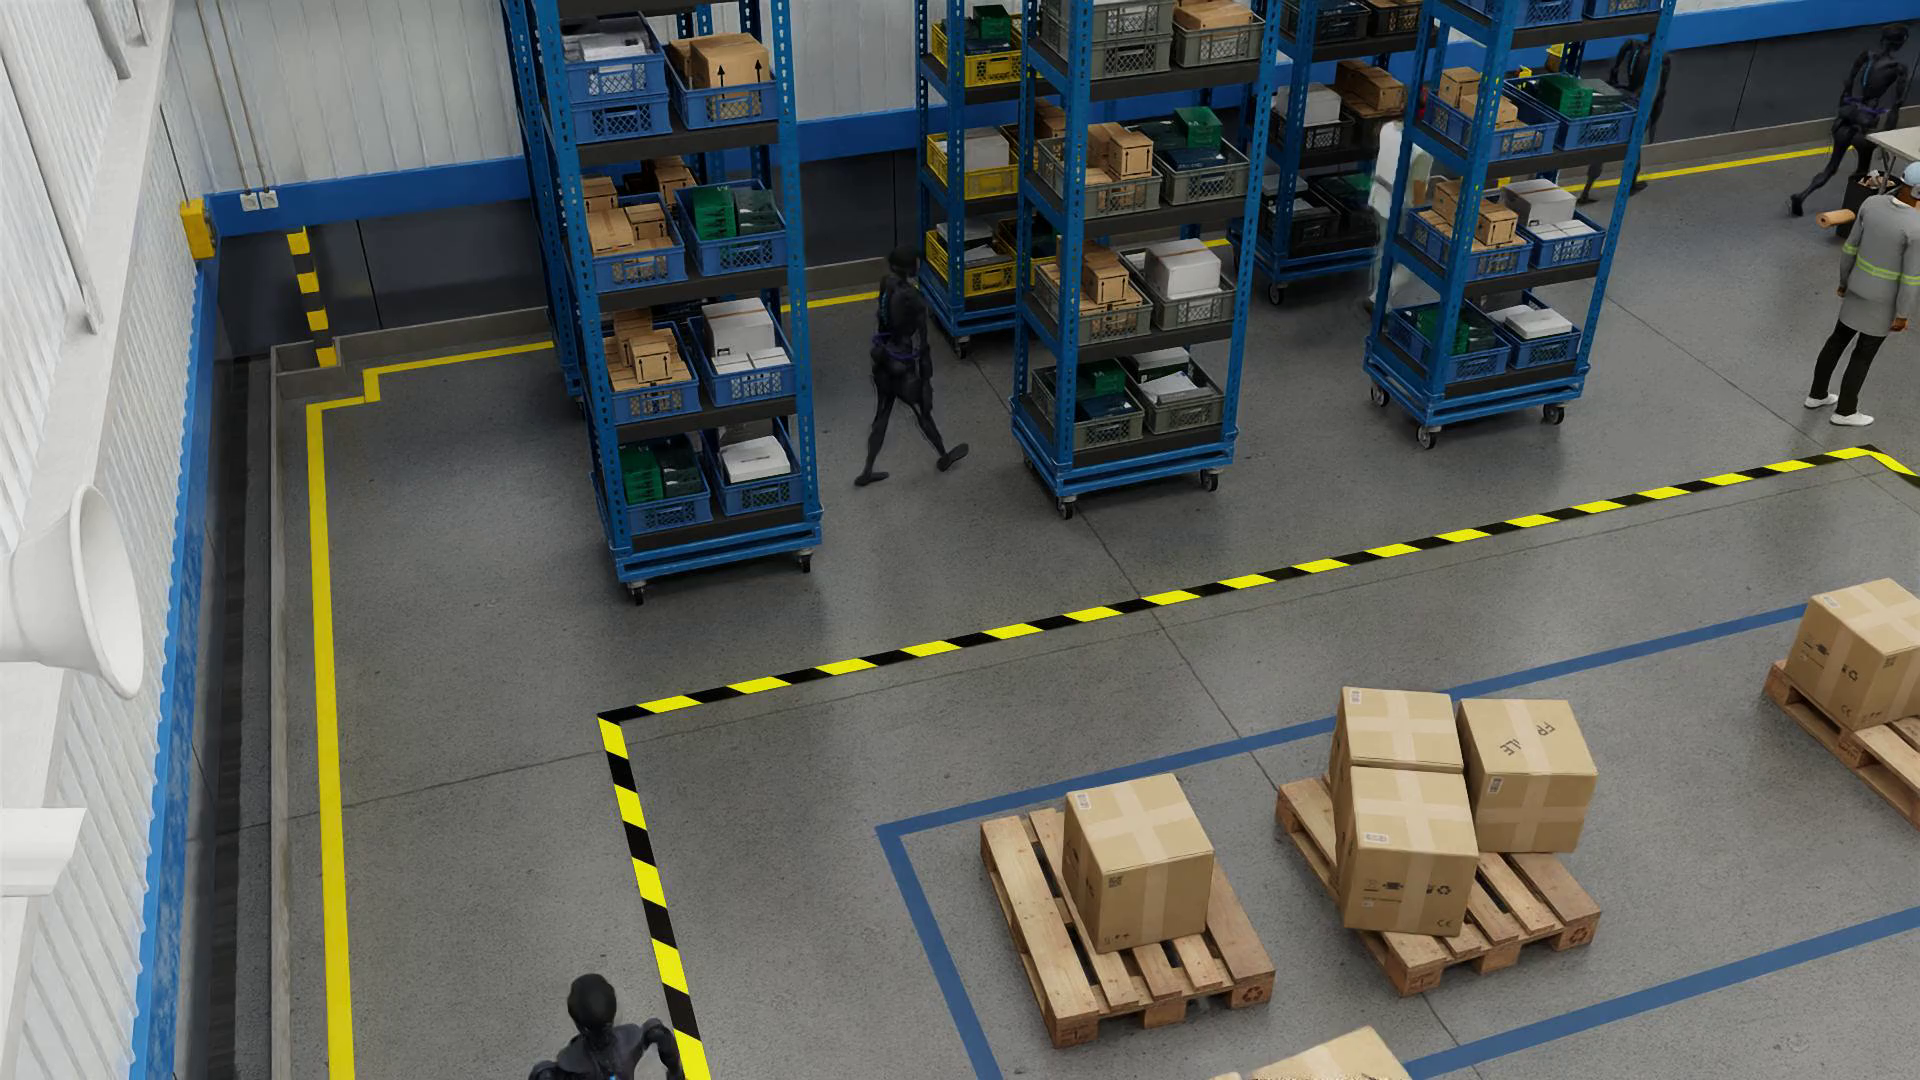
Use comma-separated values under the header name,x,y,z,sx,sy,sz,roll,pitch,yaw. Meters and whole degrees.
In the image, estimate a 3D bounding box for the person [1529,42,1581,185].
name,x,y,z,sx,sy,sz,roll,pitch,yaw
person,4.663,-3.150,13.241,0.295,1.743,0.483,26,43,32

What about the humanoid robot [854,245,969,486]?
name,x,y,z,sx,sy,sz,roll,pitch,yaw
humanoid robot,-0.336,-1.116,10.448,0.770,1.627,0.590,-22,41,-28

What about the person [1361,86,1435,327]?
name,x,y,z,sx,sy,sz,roll,pitch,yaw
person,3.203,-2.393,12.084,0.454,1.834,0.587,-13,37,-18

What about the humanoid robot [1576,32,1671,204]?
name,x,y,z,sx,sy,sz,roll,pitch,yaw
humanoid robot,5.655,-3.646,14.049,0.788,1.625,0.606,-21,40,-26

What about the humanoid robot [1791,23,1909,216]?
name,x,y,z,sx,sy,sz,roll,pitch,yaw
humanoid robot,7.382,-3.432,13.723,0.675,1.643,0.601,-12,37,-17

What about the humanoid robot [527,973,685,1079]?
name,x,y,z,sx,sy,sz,roll,pitch,yaw
humanoid robot,-1.200,2.146,5.796,0.585,1.645,0.354,-18,39,-24

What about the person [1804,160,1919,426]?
name,x,y,z,sx,sy,sz,roll,pitch,yaw
person,6.070,-1.634,10.999,0.390,1.849,0.594,-11,37,-15
